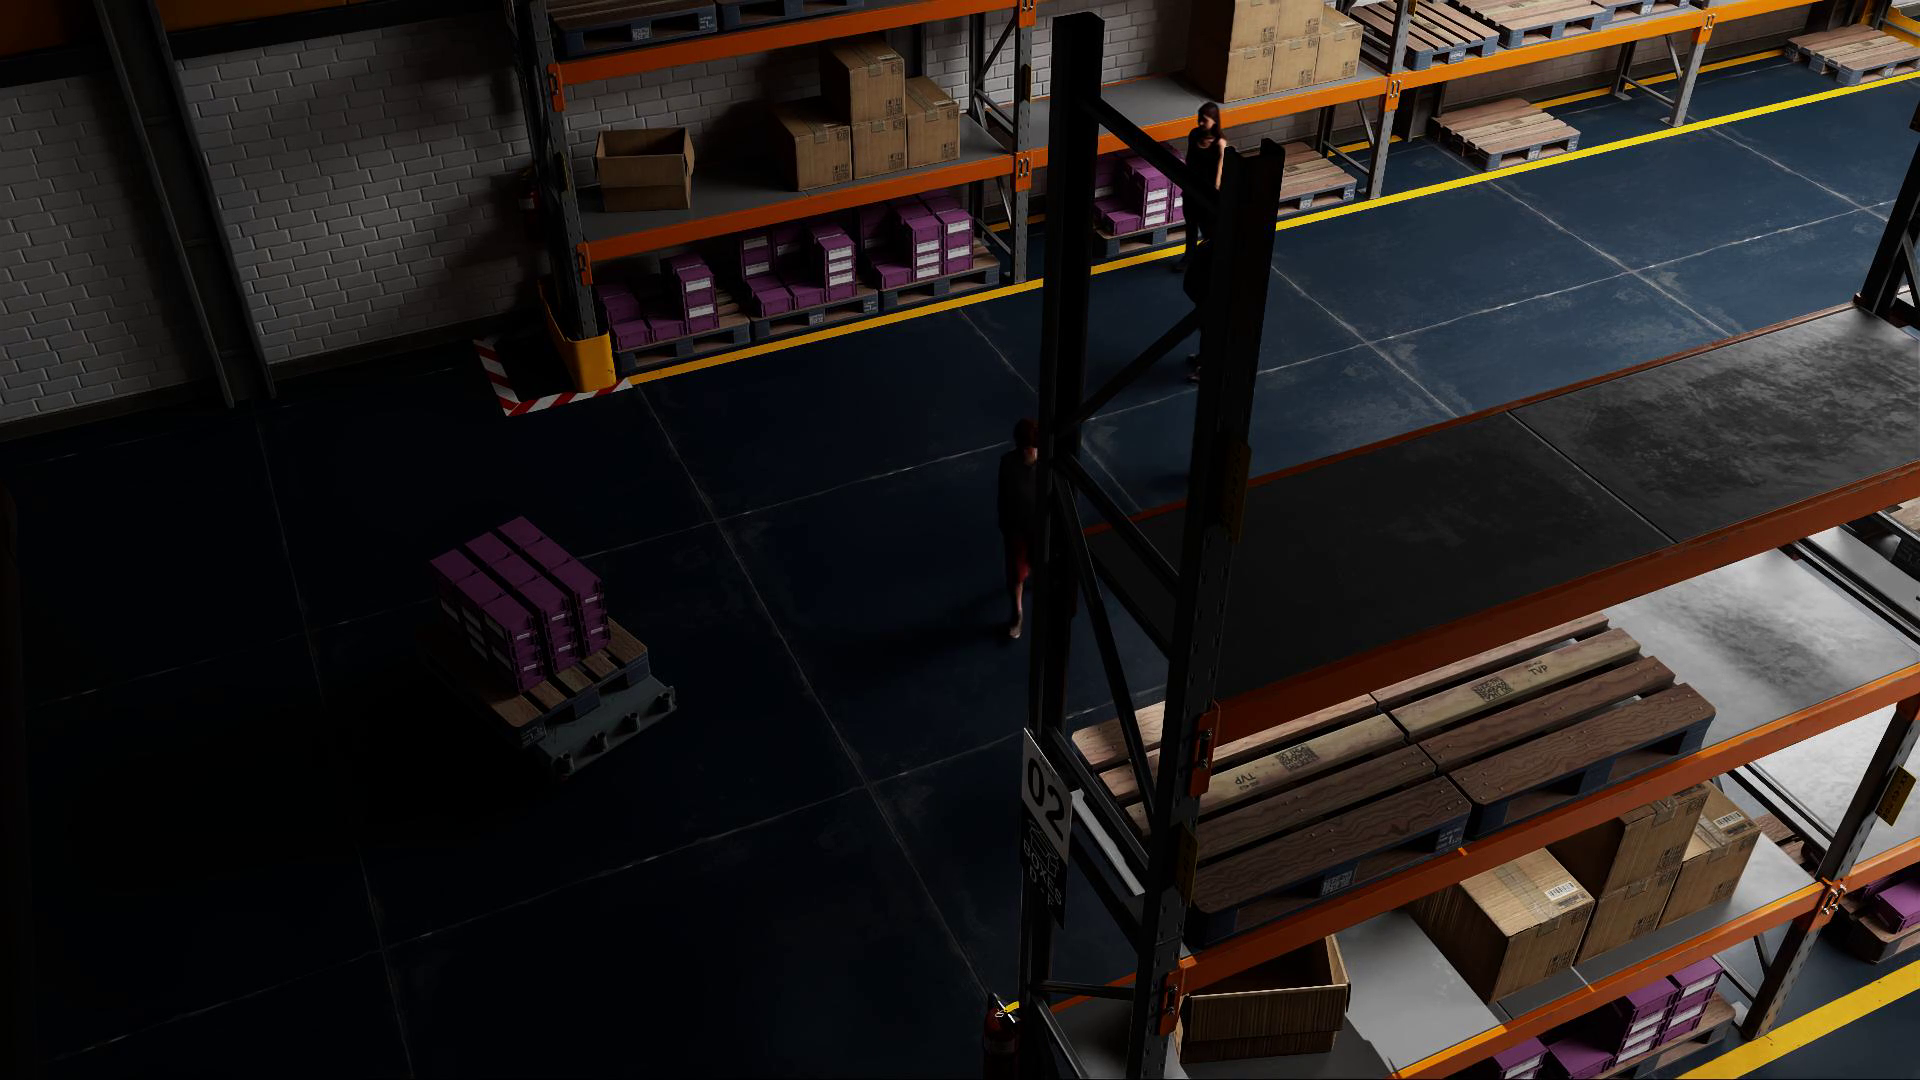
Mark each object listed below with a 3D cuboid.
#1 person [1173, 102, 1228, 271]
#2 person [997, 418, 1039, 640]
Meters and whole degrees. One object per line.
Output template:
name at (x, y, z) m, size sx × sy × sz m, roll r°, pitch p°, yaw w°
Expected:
person at (2.200, -3.172, 15.067) m, size 0.609 × 1.687 × 0.624 m, roll -27°, pitch 46°, yaw -30°
person at (0.479, -0.172, 11.358) m, size 1.053 × 1.628 × 1.044 m, roll 8°, pitch 39°, yaw 10°
